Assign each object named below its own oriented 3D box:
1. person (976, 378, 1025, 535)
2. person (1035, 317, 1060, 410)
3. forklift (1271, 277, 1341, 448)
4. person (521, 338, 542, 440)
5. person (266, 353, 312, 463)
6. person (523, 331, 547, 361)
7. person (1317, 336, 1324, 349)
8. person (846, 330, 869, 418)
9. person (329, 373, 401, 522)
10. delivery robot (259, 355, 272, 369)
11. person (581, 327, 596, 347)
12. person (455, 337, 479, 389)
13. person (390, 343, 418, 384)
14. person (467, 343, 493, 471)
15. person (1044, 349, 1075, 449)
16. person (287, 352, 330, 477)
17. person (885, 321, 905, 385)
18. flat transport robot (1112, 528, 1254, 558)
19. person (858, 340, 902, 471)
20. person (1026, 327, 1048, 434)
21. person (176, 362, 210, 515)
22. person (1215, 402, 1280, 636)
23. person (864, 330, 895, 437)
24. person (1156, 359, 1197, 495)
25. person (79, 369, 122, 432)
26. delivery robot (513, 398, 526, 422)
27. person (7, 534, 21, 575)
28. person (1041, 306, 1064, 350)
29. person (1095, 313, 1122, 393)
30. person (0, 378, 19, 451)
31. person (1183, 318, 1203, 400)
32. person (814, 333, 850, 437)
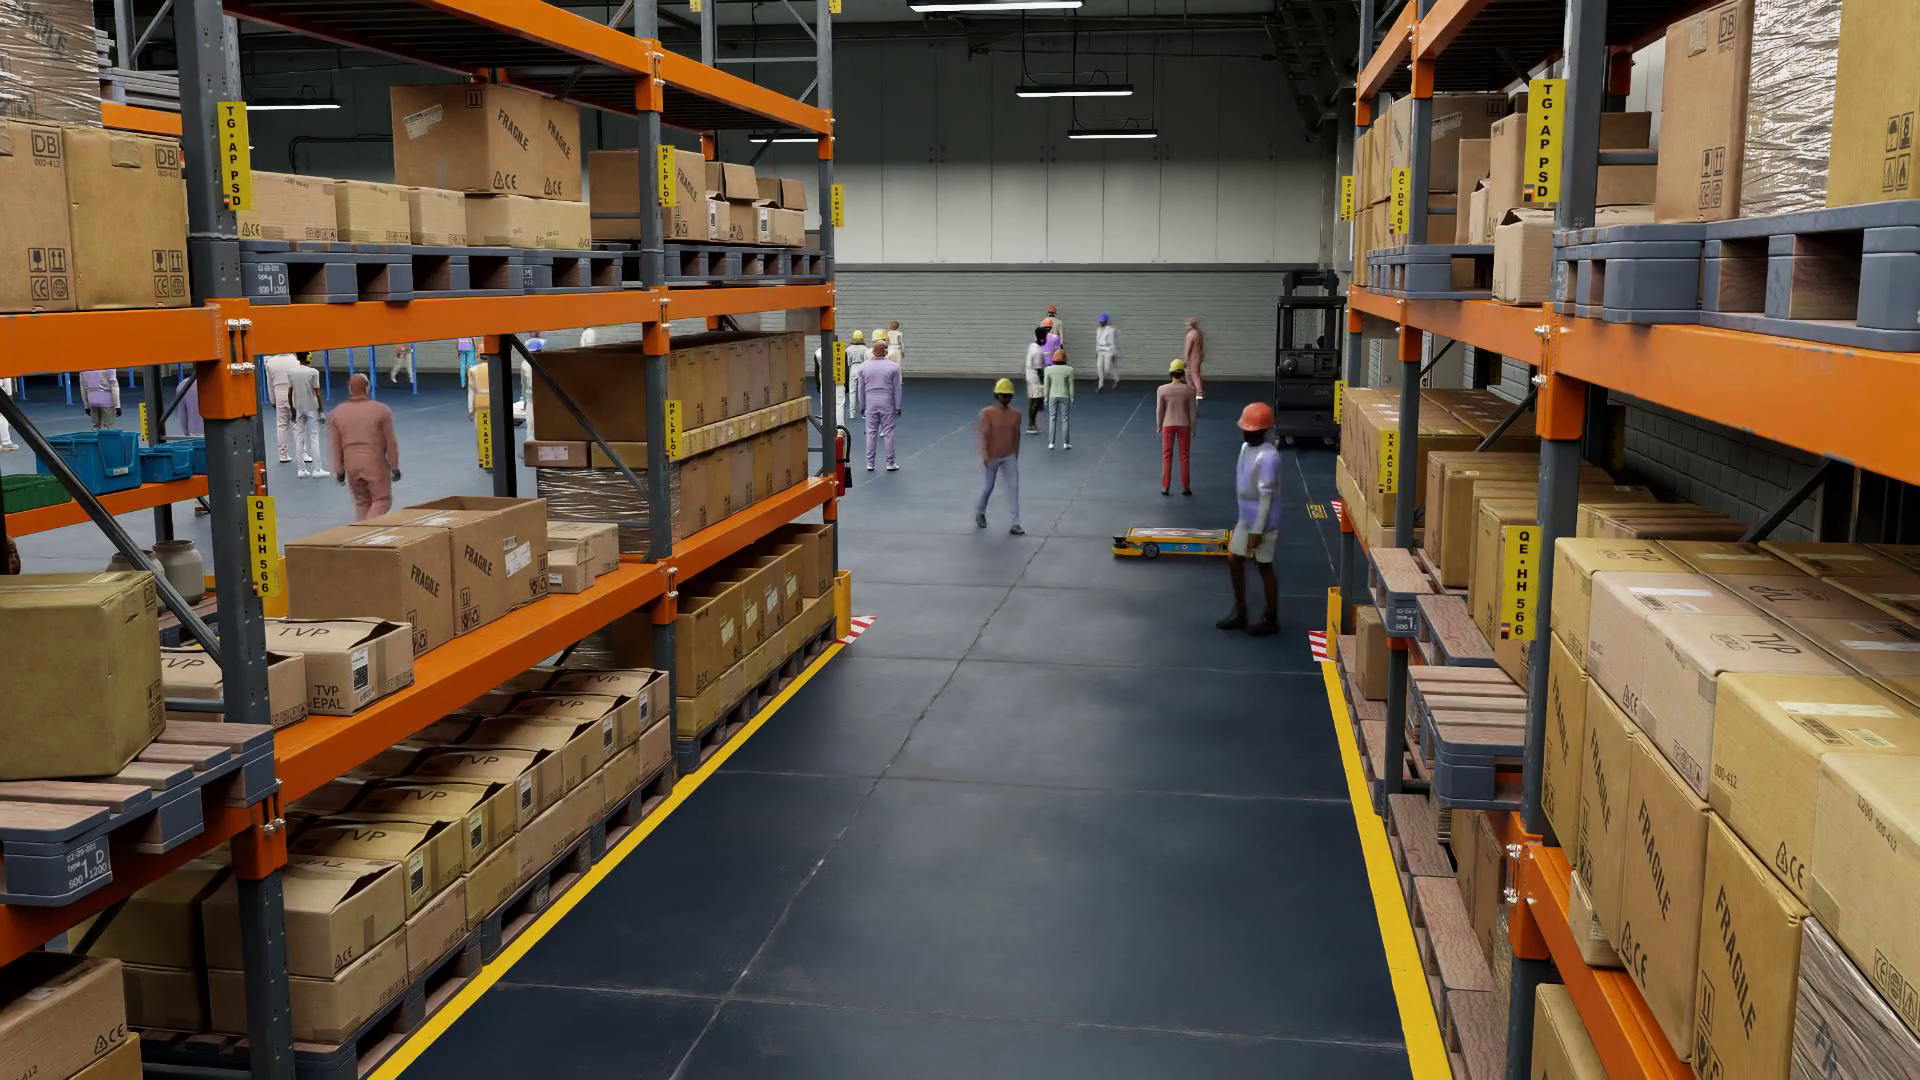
[{"bbox_3d":[0.434,-0.963,18.713,0.523,1.729,0.866,-4,10,-21],"label":"person"},{"bbox_3d":[1.838,-3.696,34.914,0.552,1.942,0.342,1,9,9],"label":"person"},{"bbox_3d":[5.847,-3.016,27.970,1.129,2.768,1.873,1,9,9],"label":"forklift"},{"bbox_3d":[-6.470,-2.155,25.594,0.609,1.900,0.904,2,9,10],"label":"person"},{"bbox_3d":[-10.221,-2.135,25.400,0.651,1.907,0.409,1,9,9],"label":"person"},{"bbox_3d":[-9.654,-3.986,37.721,0.547,1.595,0.822,2,9,10],"label":"person"},{"bbox_3d":[6.830,-3.013,31.490,0.576,1.690,0.324,1,9,7],"label":"person"},{"bbox_3d":[-2.010,-3.281,32.960,0.493,1.746,0.283,1,9,9],"label":"person"},{"bbox_3d":[-6.066,-0.752,16.923,0.663,1.888,0.674,1,9,6],"label":"person"},{"bbox_3d":[-19.795,-5.084,47.585,0.707,0.478,0.477,1,9,9],"label":"delivery robot"},{"bbox_3d":[-8.085,-3.970,36.361,0.572,2.019,0.623,-5,10,-27],"label":"person"},{"bbox_3d":[-12.246,-4.687,41.307,0.571,1.849,0.382,1,9,9],"label":"person"},{"bbox_3d":[-14.503,-4.876,43.218,0.779,1.608,0.526,4,10,25],"label":"person"},{"bbox_3d":[-6.916,-1.940,24.329,0.573,1.886,0.858,-1,9,-7],"label":"person"},{"bbox_3d":[1.635,-2.318,27.366,0.507,1.633,0.278,1,9,9],"label":"person"},{"bbox_3d":[-9.259,-1.824,23.598,0.533,1.868,0.320,1,9,9],"label":"person"},{"bbox_3d":[-1.668,-4.782,42.542,0.523,1.640,0.306,1,9,9],"label":"person"},{"bbox_3d":[2.319,0.022,17.257,1.431,0.197,0.652,1,9,9],"label":"flat transport robot"},{"bbox_3d":[-1.161,-1.968,24.368,0.651,1.907,0.409,1,9,9],"label":"person"},{"bbox_3d":[1.378,-2.871,29.914,0.370,1.924,0.697,-1,9,-9],"label":"person"},{"bbox_3d":[-9.022,-1.264,19.924,0.636,1.939,0.364,1,9,9],"label":"person"},{"bbox_3d":[2.345,-0.160,13.246,0.607,1.894,0.581,-4,10,-21],"label":"person"},{"bbox_3d":[-1.425,-2.707,28.996,0.612,1.876,0.954,2,9,13],"label":"person"},{"bbox_3d":[2.839,-1.477,21.798,0.536,1.763,0.348,1,9,9],"label":"person"},{"bbox_3d":[-12.734,-2.032,24.695,0.594,1.926,0.366,1,9,9],"label":"person"},{"bbox_3d":[-8.199,-2.431,31.221,0.707,0.478,0.477,1,9,9],"label":"delivery robot"},{"bbox_3d":[-4.834,0.755,8.414,0.507,1.633,0.278,1,9,9],"label":"person"},{"bbox_3d":[2.431,-5.188,43.955,0.622,1.994,0.381,1,9,9],"label":"person"},{"bbox_3d":[3.542,-4.511,40.016,0.652,1.919,0.656,-7,12,-39],"label":"person"},{"bbox_3d":[-15.717,-2.402,27.113,0.584,1.884,0.349,1,9,9],"label":"person"},{"bbox_3d":[5.244,-4.100,37.682,0.630,1.863,0.733,3,10,18],"label":"person"},{"bbox_3d":[-2.245,-2.747,29.371,0.633,1.843,0.429,1,9,9],"label":"person"}]
